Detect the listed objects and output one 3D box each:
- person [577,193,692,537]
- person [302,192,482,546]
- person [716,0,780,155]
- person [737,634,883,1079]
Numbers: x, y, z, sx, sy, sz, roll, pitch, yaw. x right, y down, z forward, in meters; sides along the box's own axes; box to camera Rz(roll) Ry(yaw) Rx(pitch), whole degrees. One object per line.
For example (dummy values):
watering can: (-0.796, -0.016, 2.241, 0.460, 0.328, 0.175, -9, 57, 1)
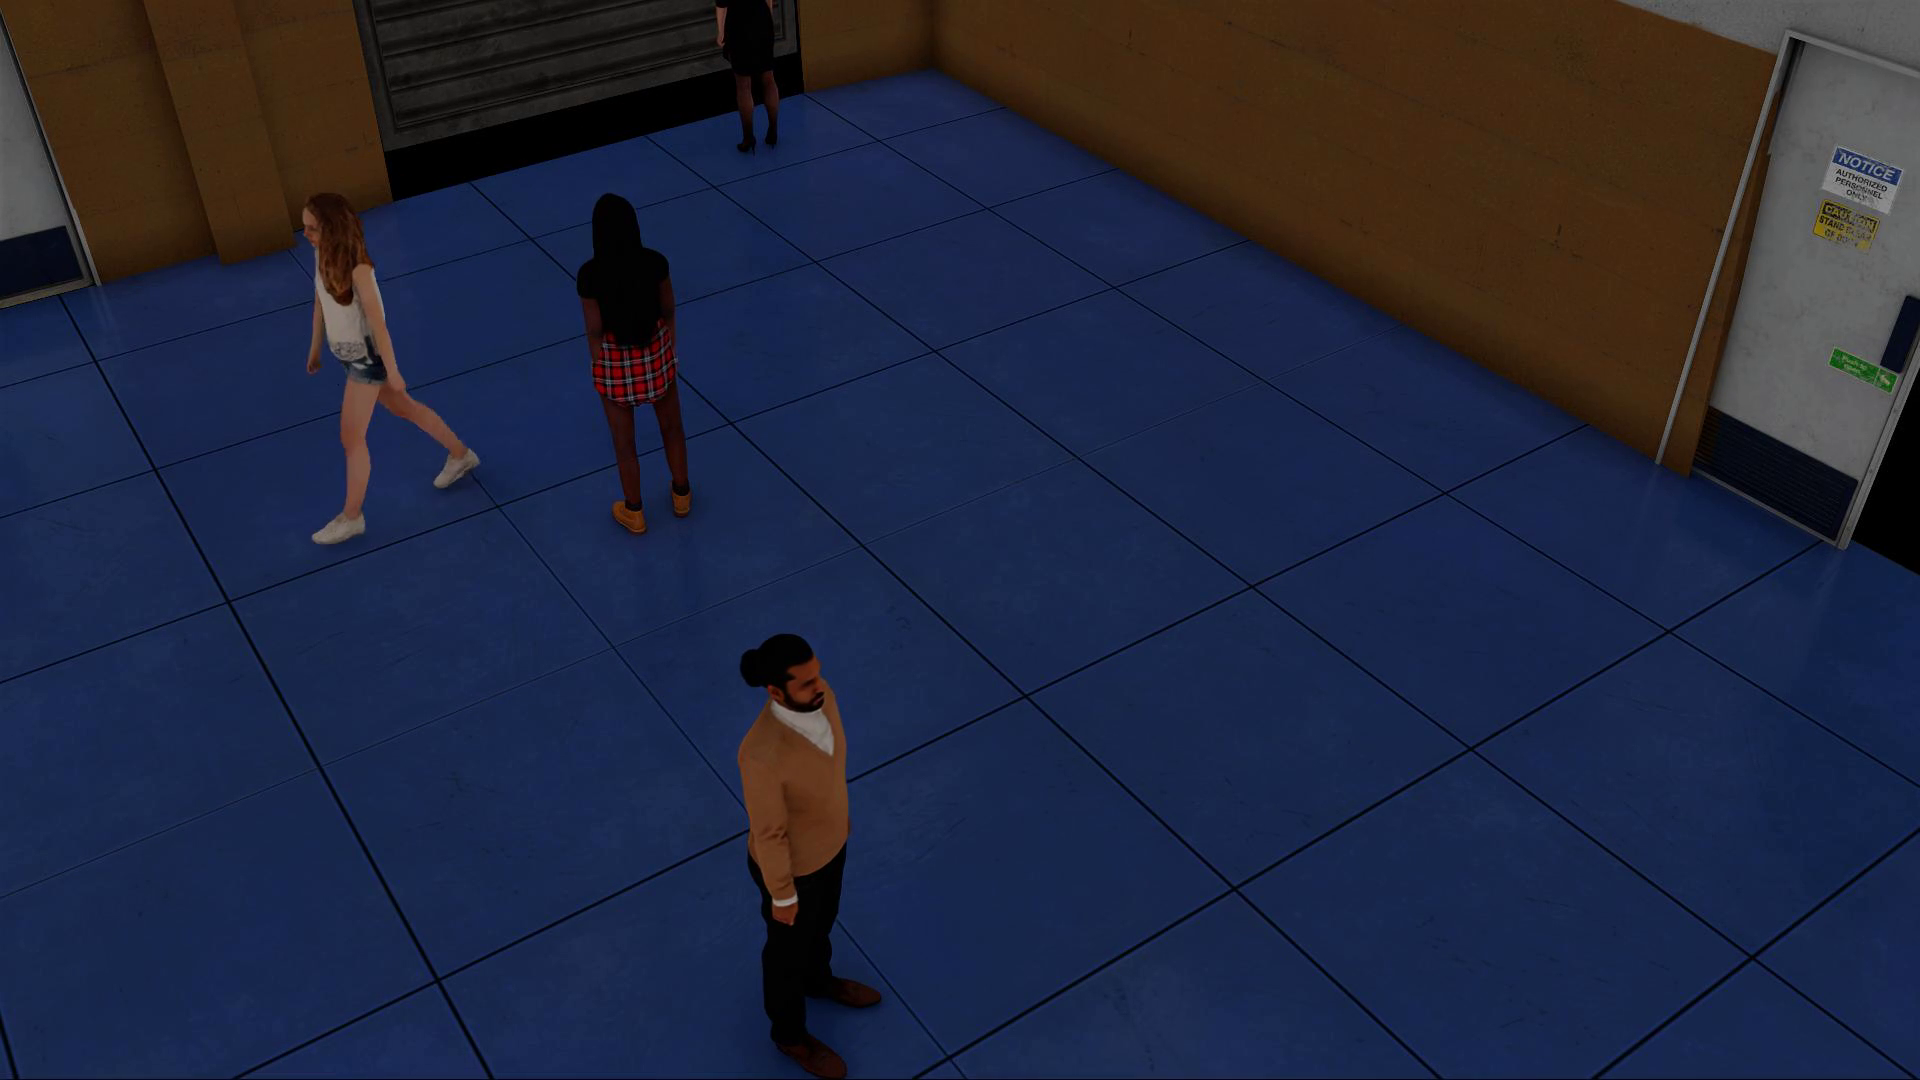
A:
person: (-1.523, -0.816, 7.795, 0.539, 1.728, 0.669, -20, 41, -25)
person: (-2.716, -0.861, 7.868, 1.152, 1.713, 0.625, -26, 44, -30)
person: (-1.440, -3.471, 11.337, 0.444, 1.706, 0.653, -20, 41, -25)
person: (-0.511, 0.997, 5.357, 0.817, 1.754, 0.726, 12, 38, 15)
